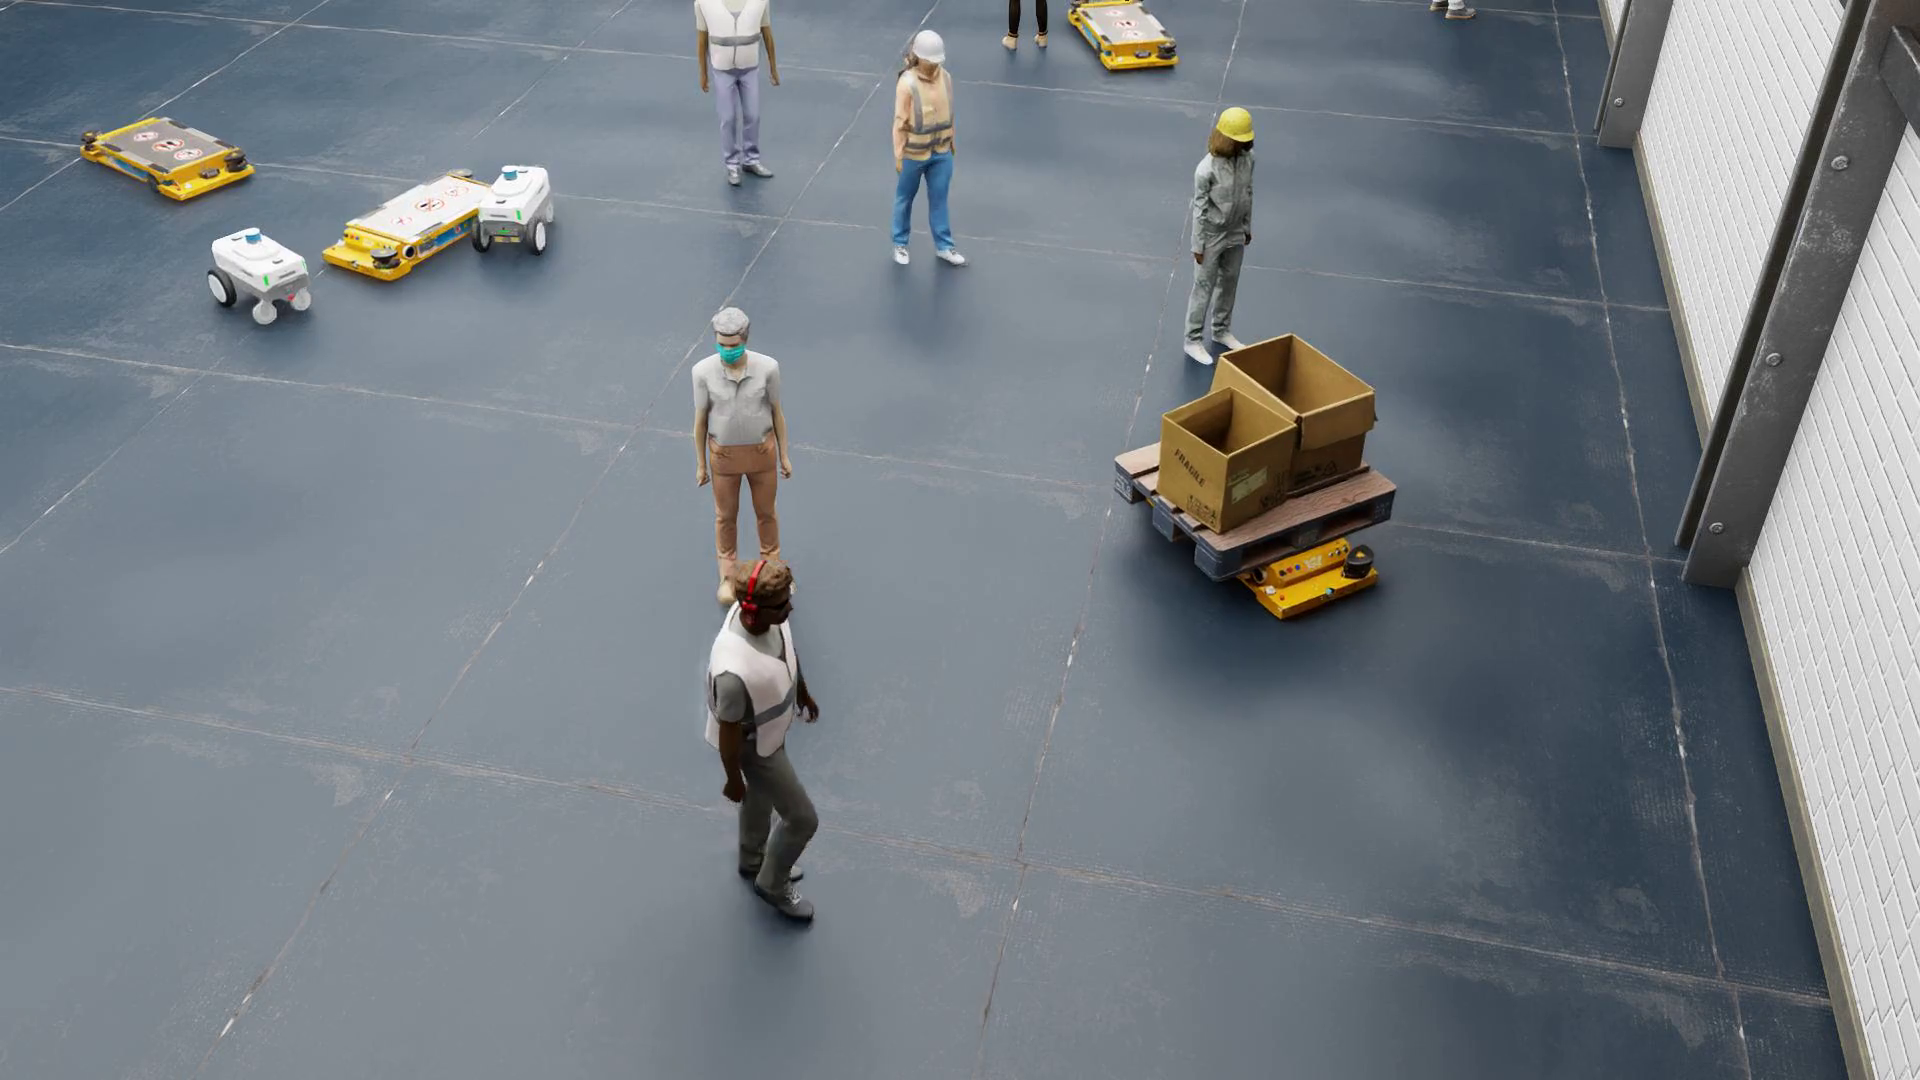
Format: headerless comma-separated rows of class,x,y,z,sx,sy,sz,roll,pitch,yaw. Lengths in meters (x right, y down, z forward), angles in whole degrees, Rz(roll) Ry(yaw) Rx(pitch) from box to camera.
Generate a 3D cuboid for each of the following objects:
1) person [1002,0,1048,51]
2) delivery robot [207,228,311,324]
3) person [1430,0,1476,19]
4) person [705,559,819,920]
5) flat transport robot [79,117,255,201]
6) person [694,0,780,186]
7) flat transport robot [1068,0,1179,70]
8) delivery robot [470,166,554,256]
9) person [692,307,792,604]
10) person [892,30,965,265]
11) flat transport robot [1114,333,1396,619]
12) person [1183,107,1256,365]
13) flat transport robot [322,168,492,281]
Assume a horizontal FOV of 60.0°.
person,0.612,-5.323,15.156,0.532,1.691,0.322,-7,37,-9
delivery robot,-4.836,-1.864,11.472,0.764,0.592,0.521,27,44,31
person,4.820,-5.935,15.813,0.351,1.882,0.581,-13,39,-16
person,-0.762,0.809,6.839,0.547,1.826,0.586,4,37,6
flat transport robot,-6.381,-3.083,13.344,1.431,0.231,0.659,24,43,29
person,-1.702,-3.623,12.777,0.601,1.819,0.437,-12,38,-16
flat transport robot,1.516,-4.756,15.583,0.659,0.231,1.431,-7,37,-10
delivery robot,-3.282,-2.466,12.261,0.499,0.572,0.747,4,37,5
person,-1.118,-0.433,8.564,0.488,1.743,0.304,-6,37,-8
person,-0.232,-2.738,11.688,0.518,1.716,0.491,-22,42,-27
flat transport robot,1.640,-0.107,9.362,0.659,0.231,1.431,-18,40,-23
person,1.676,-1.920,10.593,0.492,1.698,0.320,-25,44,-30
flat transport robot,-3.980,-2.359,12.376,0.659,0.231,1.431,19,41,23
